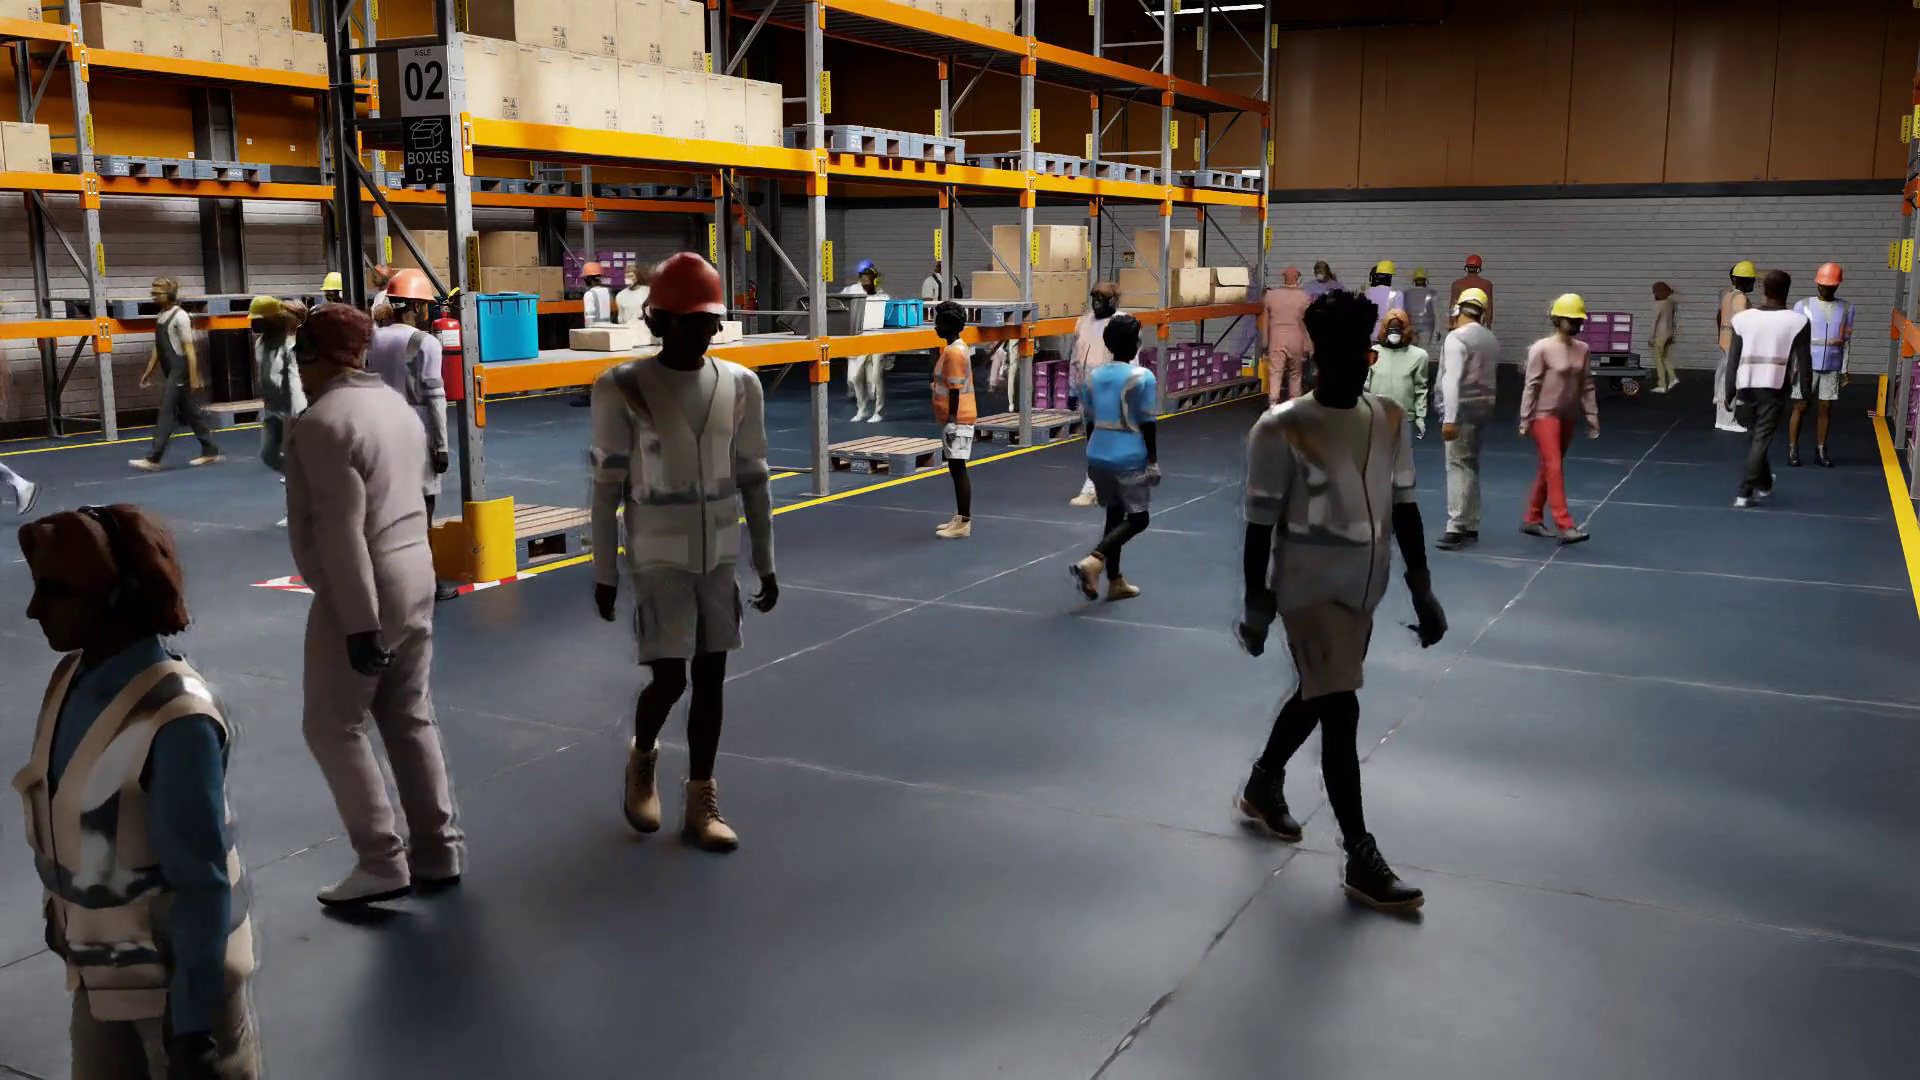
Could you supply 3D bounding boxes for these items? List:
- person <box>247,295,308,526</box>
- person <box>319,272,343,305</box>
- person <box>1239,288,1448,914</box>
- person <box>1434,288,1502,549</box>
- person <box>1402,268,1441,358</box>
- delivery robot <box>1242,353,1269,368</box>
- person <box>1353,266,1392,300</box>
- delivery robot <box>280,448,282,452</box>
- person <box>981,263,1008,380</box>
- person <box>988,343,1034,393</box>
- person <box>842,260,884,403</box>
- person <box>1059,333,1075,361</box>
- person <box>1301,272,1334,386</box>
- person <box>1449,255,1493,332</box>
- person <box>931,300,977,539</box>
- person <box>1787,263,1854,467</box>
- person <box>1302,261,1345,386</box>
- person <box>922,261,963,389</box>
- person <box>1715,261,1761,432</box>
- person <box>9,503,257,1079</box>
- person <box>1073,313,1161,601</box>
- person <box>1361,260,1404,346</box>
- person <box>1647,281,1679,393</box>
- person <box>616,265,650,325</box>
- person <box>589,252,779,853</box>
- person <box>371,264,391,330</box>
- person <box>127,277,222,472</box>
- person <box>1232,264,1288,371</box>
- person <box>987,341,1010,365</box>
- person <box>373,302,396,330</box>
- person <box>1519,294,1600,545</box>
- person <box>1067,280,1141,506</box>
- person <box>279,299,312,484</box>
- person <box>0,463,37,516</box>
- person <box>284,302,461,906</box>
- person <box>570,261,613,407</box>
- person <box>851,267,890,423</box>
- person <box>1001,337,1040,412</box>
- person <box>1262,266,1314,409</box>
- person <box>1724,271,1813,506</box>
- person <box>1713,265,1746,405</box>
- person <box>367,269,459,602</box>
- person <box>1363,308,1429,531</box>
[{"bbox_3d":[-5.012,-0.964,12.395,0.488,1.722,0.534,6,11,30],"label":"person"},{"bbox_3d":[-6.073,-1.709,16.374,0.601,1.830,0.404,7,12,36],"label":"person"},{"bbox_3d":[1.203,0.146,5.412,0.607,1.920,0.989,-6,12,-31],"label":"person"},{"bbox_3d":[3.463,-0.845,11.548,0.406,1.787,0.766,9,13,41],"label":"person"},{"bbox_3d":[6.932,-3.203,25.092,0.601,1.803,0.807,7,12,35],"label":"person"},{"bbox_3d":[4.585,-2.661,25.306,0.707,0.478,0.477,-7,12,-35],"label":"delivery robot"},{"bbox_3d":[5.744,-2.861,23.013,0.633,1.842,0.429,0,10,2],"label":"person"},{"bbox_3d":[-6.098,-0.998,15.677,0.707,0.478,0.477,-9,14,-44],"label":"delivery robot"},{"bbox_3d":[0.576,-3.468,26.449,0.432,1.872,0.584,-7,12,-36],"label":"person"},{"bbox_3d":[0.833,-3.090,24.073,1.032,1.920,0.710,-7,12,-36],"label":"person"},{"bbox_3d":[-1.297,-2.778,22.272,0.616,1.930,0.741,1,10,6],"label":"person"},{"bbox_3d":[1.955,-3.953,29.406,0.640,1.825,0.669,6,11,30],"label":"person"},{"bbox_3d":[5.693,-3.198,25.238,1.099,1.764,0.576,3,10,17],"label":"person"},{"bbox_3d":[7.585,-3.230,24.707,0.622,1.993,0.382,4,10,19],"label":"person"},{"bbox_3d":[-0.043,-0.852,11.826,0.321,1.689,0.530,-1,10,-3],"label":"person"},{"bbox_3d":[8.125,-1.643,15.713,0.542,1.928,0.374,2,10,11],"label":"person"},{"bbox_3d":[5.317,-3.137,24.416,0.650,1.914,0.659,2,10,9],"label":"person"},{"bbox_3d":[-0.192,-3.259,24.741,0.695,2.000,0.537,-7,12,-34],"label":"person"},{"bbox_3d":[8.827,-2.191,18.887,0.371,1.927,0.588,2,10,11],"label":"person"},{"bbox_3d":[-1.371,0.744,2.780,0.526,1.637,0.420,8,13,40],"label":"person"},{"bbox_3d":[0.857,-0.450,9.504,0.562,1.679,0.541,-8,12,-38],"label":"person"},{"bbox_3d":[5.320,-2.557,21.007,0.589,1.927,0.388,8,12,37],"label":"person"},{"bbox_3d":[10.127,-2.928,24.047,0.526,1.612,0.328,-7,12,-35],"label":"person"},{"bbox_3d":[-4.098,-2.553,21.179,0.630,1.877,1.074,3,10,14],"label":"person"},{"bbox_3d":[-0.918,0.054,5.607,0.615,2.025,0.477,-7,12,-36],"label":"person"},{"bbox_3d":[-7.056,-2.448,20.498,0.337,1.882,0.583,-8,13,-39],"label":"person"},{"bbox_3d":[-7.386,-1.545,15.550,0.905,1.799,0.508,-9,13,-41],"label":"person"},{"bbox_3d":[5.050,-3.771,28.265,1.010,1.859,0.669,1,10,6],"label":"person"},{"bbox_3d":[0.711,-4.133,30.095,0.636,1.939,0.364,-2,10,-13],"label":"person"},{"bbox_3d":[-4.706,-1.164,13.834,0.514,1.605,0.534,-6,11,-30],"label":"person"},{"bbox_3d":[4.222,-0.826,11.539,0.545,1.733,0.828,-5,11,-26],"label":"person"},{"bbox_3d":[1.199,-1.211,13.578,0.899,1.817,0.626,-9,13,-43],"label":"person"},{"bbox_3d":[-5.795,-1.306,14.744,0.516,1.648,0.562,1,10,5],"label":"person"},{"bbox_3d":[-7.306,-0.979,12.387,0.526,1.752,0.480,9,13,41],"label":"person"},{"bbox_3d":[-1.837,0.197,5.234,0.516,1.868,0.664,2,10,10],"label":"person"},{"bbox_3d":[-4.735,-2.683,21.788,0.804,1.913,0.561,5,11,25],"label":"person"},{"bbox_3d":[-1.064,-2.285,19.696,0.512,1.844,0.571,5,11,25],"label":"person"},{"bbox_3d":[0.775,-2.560,21.213,0.512,1.864,0.330,3,10,16],"label":"person"},{"bbox_3d":[3.981,-2.400,20.290,0.637,1.869,0.956,3,10,19],"label":"person"},{"bbox_3d":[6.577,-1.226,13.459,0.995,1.864,0.610,-10,14,-44],"label":"person"},{"bbox_3d":[10.314,-2.731,22.199,0.327,1.865,0.520,-2,10,-14],"label":"person"},{"bbox_3d":[-3.166,-0.593,9.641,0.543,1.932,0.384,5,11,25],"label":"person"},{"bbox_3d":[3.084,-0.841,11.918,0.507,1.632,0.281,2,10,12],"label":"person"}]
